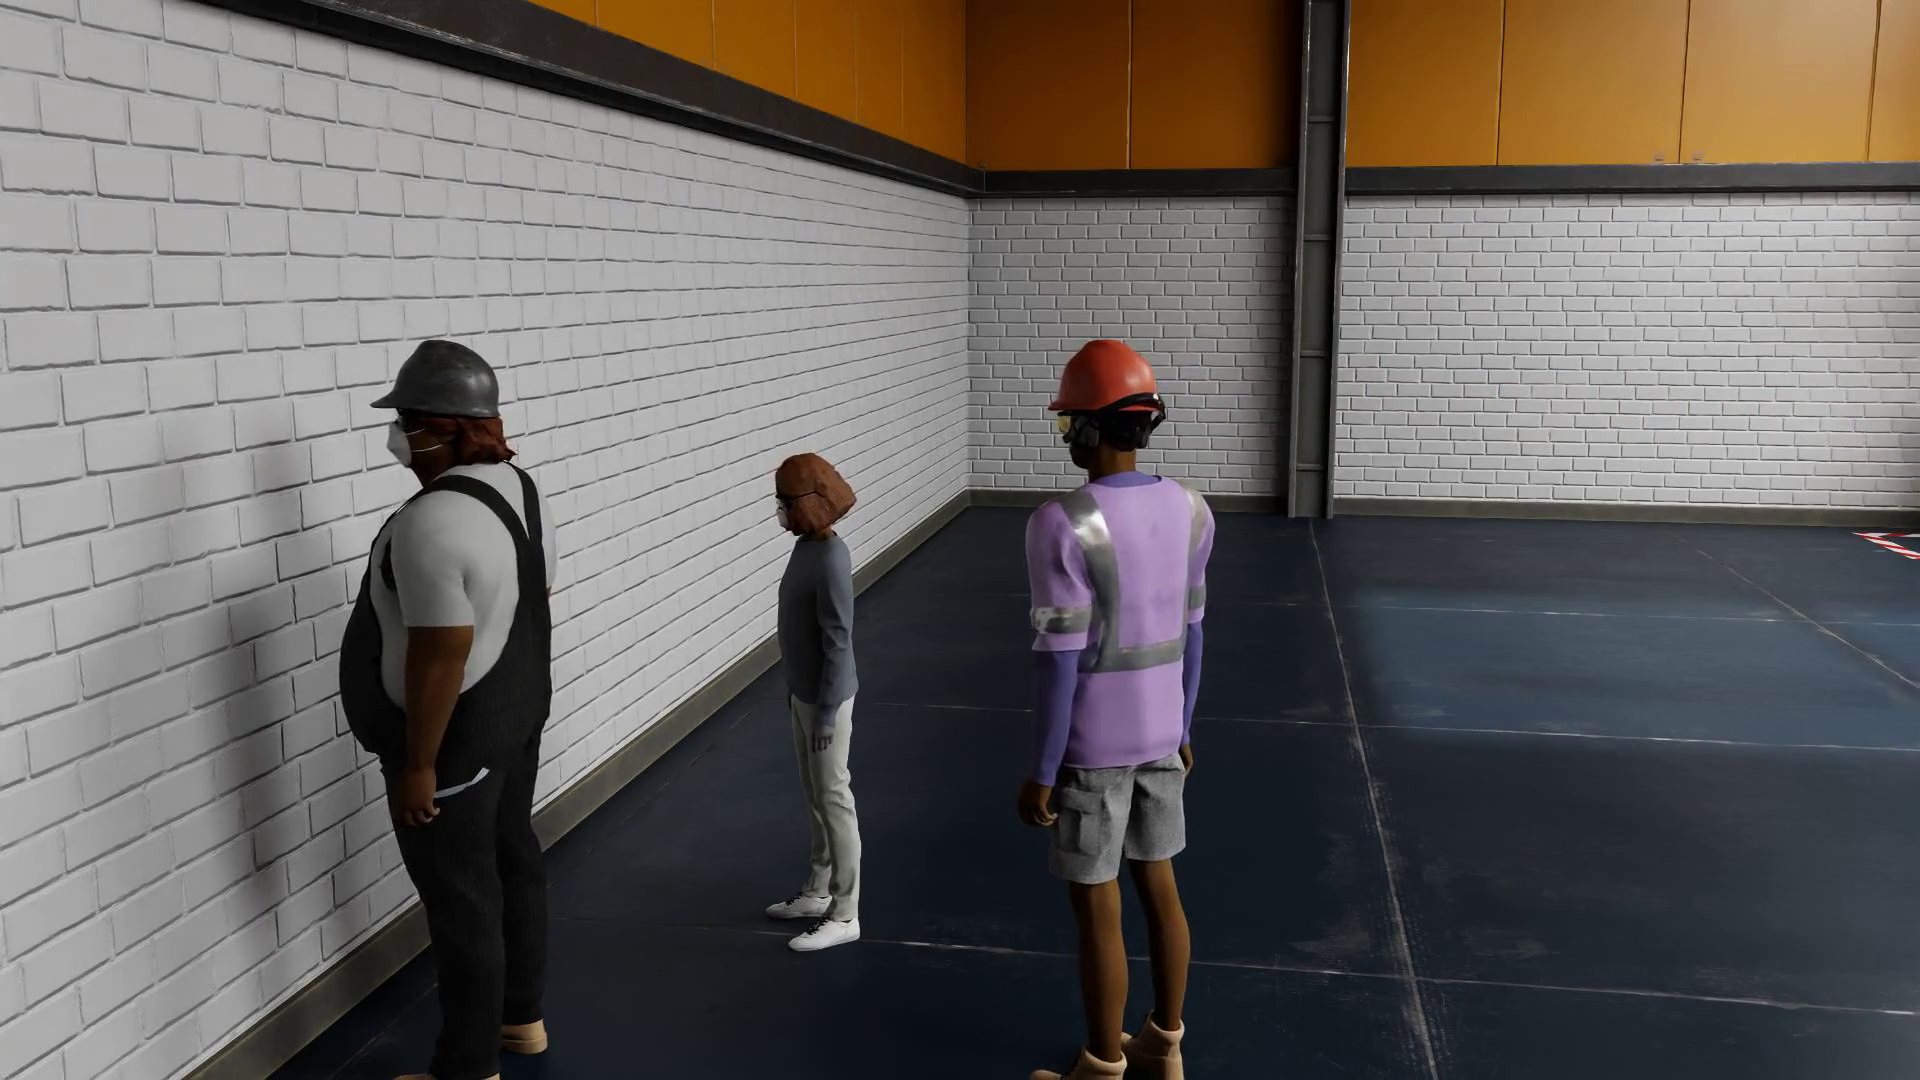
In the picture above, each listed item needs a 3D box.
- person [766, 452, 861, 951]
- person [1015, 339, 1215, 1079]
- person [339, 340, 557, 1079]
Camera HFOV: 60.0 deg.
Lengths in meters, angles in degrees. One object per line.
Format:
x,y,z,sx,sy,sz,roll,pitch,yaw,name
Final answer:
-0.479,0.525,5.488,0.288,1.633,0.497,-3,10,-18,person
0.378,0.507,4.334,0.609,2.043,0.397,-8,12,-40,person
-1.373,0.488,4.454,0.539,2.000,0.688,1,9,8,person
